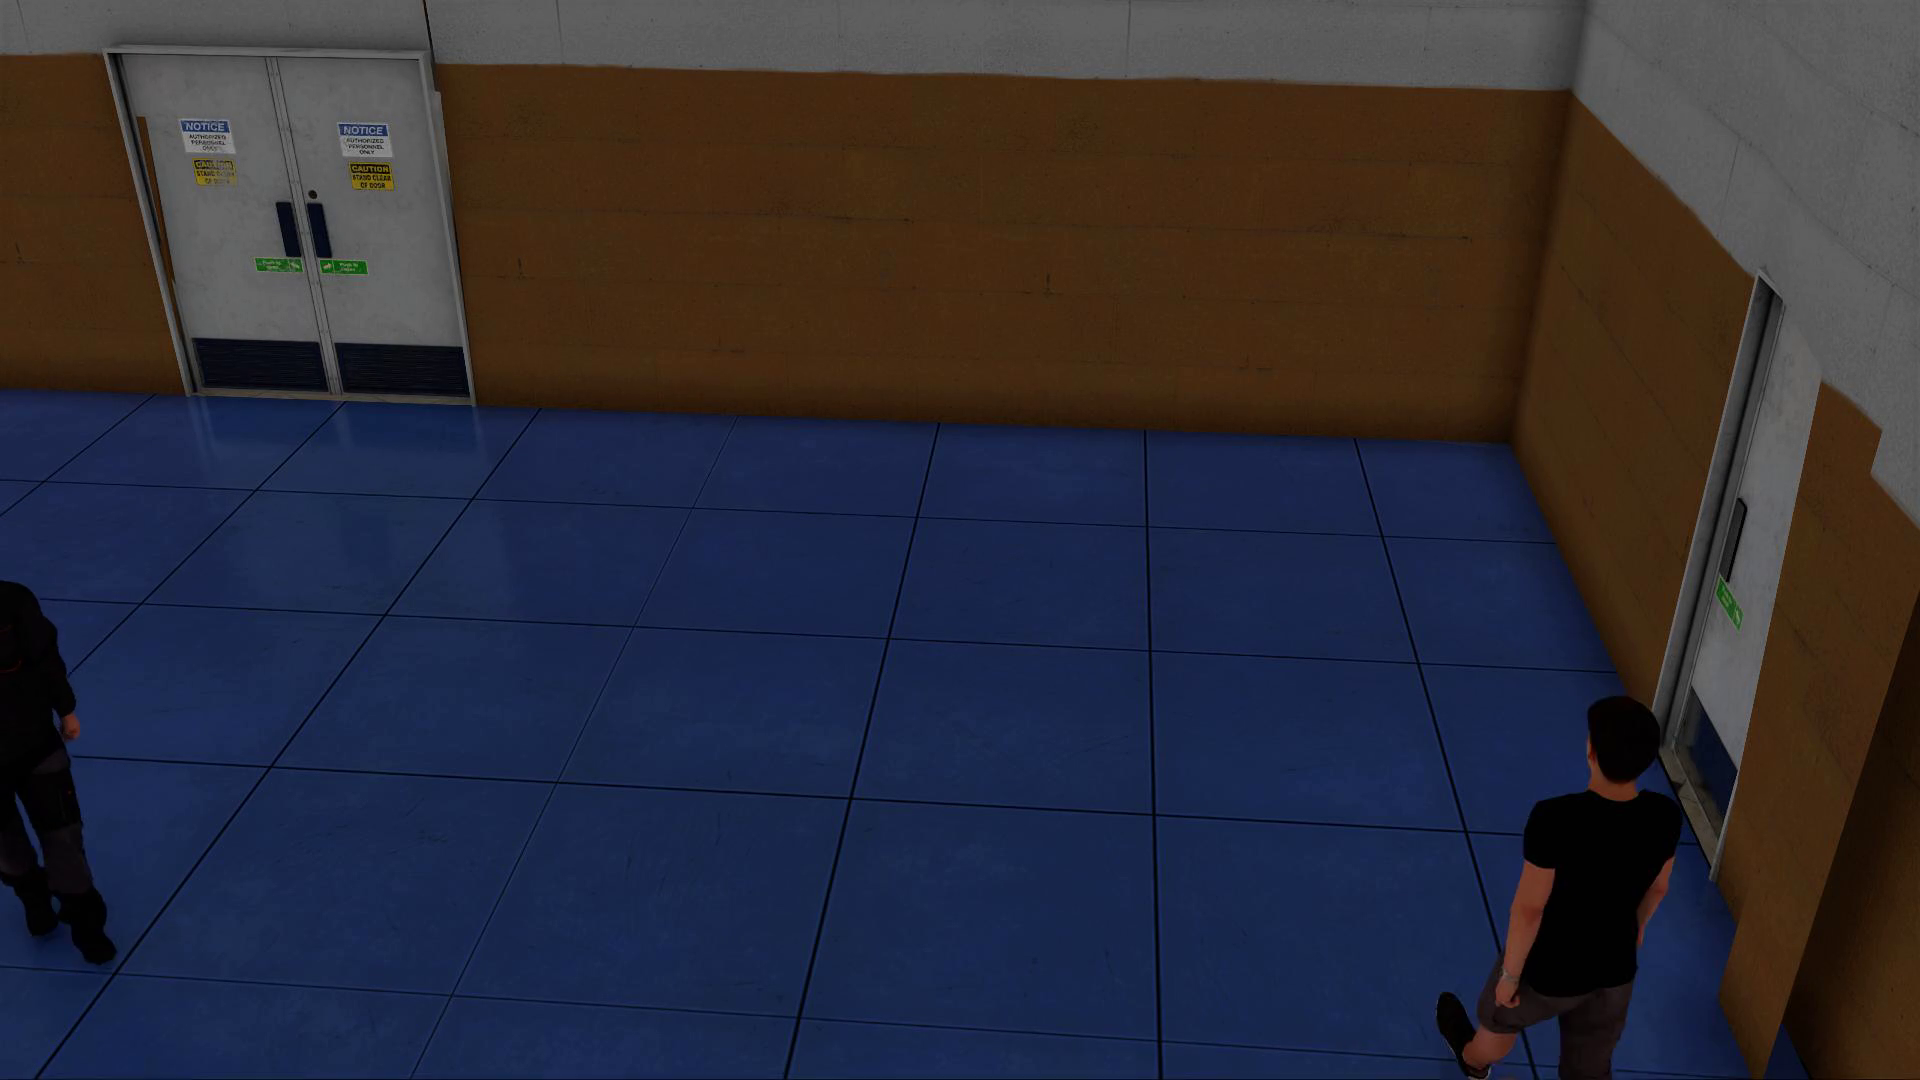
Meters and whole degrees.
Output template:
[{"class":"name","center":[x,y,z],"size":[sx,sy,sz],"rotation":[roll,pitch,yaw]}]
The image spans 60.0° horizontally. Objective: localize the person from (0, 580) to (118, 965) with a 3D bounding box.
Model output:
[{"class":"person","center":[-3.620,0.697,6.209],"size":[1.027,1.841,1.091],"rotation":[-17,33,-28]}]

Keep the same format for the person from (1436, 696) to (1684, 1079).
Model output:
[{"class":"person","center":[1.893,1.352,5.057],"size":[0.826,1.819,1.194],"rotation":[-2,29,-4]}]
